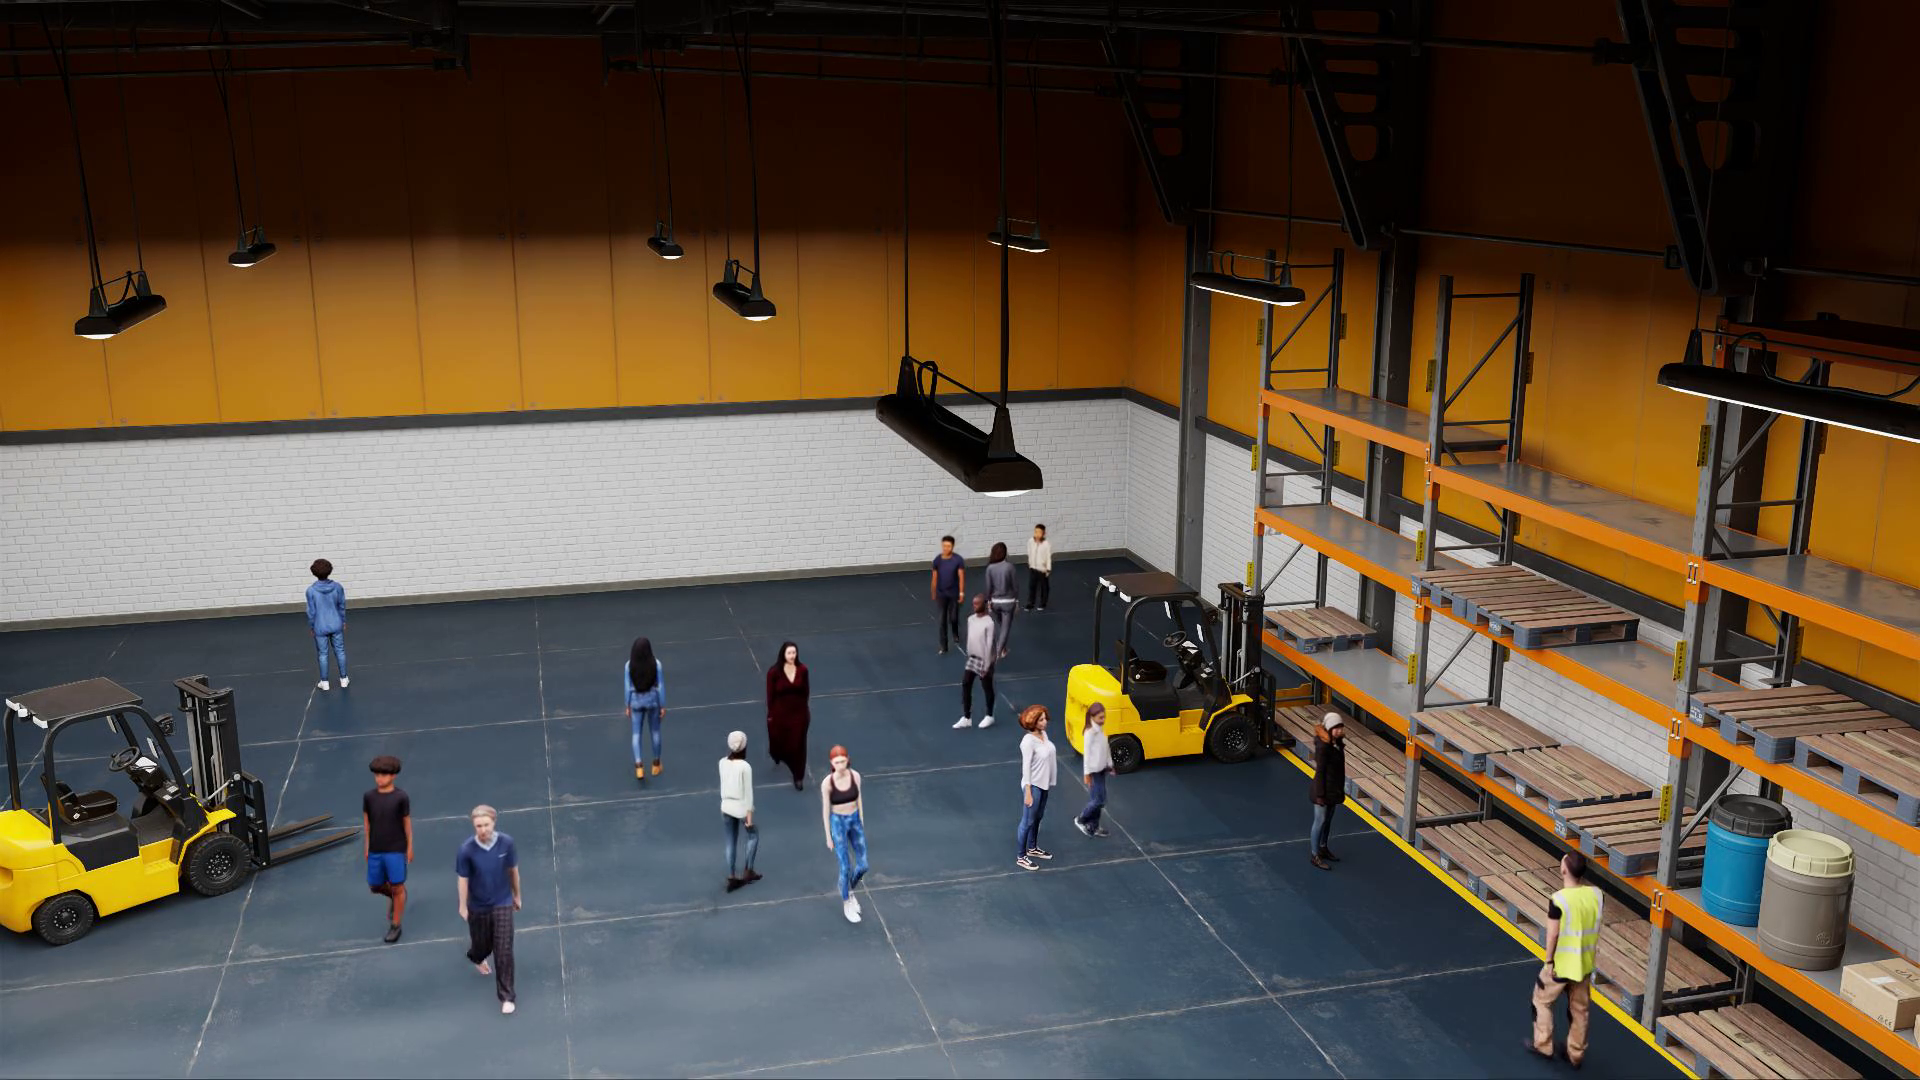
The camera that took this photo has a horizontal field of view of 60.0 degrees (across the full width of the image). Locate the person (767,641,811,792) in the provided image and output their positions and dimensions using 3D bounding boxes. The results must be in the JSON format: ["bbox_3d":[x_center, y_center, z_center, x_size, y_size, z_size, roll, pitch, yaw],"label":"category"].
[{"bbox_3d":[-2.007,2.000,19.161,0.693,1.735,0.954,-5,14,-20],"label":"person"}]

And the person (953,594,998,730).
[{"bbox_3d":[0.335,1.527,21.074,0.913,1.754,0.934,11,17,38],"label":"person"}]

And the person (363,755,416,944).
[{"bbox_3d":[-5.323,2.839,15.577,0.769,1.792,0.930,1,14,4],"label":"person"}]

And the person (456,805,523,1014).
[{"bbox_3d":[-4.056,3.114,14.331,0.761,1.843,1.029,-6,15,-25],"label":"person"}]

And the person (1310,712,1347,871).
[{"bbox_3d":[3.779,2.549,17.105,0.770,1.636,0.731,11,17,37],"label":"person"}]

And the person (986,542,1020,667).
[{"bbox_3d":[0.591,0.935,23.568,1.017,1.732,1.197,5,14,19],"label":"person"}]

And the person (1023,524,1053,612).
[{"bbox_3d":[1.289,0.422,26.337,0.863,1.425,0.944,7,15,25],"label":"person"}]

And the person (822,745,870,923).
[{"bbox_3d":[-1.136,2.776,15.876,0.662,1.773,0.709,-8,16,-30],"label":"person"}]

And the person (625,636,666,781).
[{"bbox_3d":[-3.676,1.950,19.389,0.686,1.726,0.804,-1,14,-4],"label":"person"}]

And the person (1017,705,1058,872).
[{"bbox_3d":[0.765,2.504,17.133,0.803,1.711,0.741,7,15,28],"label":"person"}]

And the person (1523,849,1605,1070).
[{"bbox_3d":[4.903,3.381,13.262,0.694,1.827,0.723,-3,14,-12],"label":"person"}]

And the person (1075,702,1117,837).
[{"bbox_3d":[1.369,2.441,17.743,0.755,1.545,0.694,6,15,25],"label":"person"}]

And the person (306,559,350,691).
[{"bbox_3d":[-8.584,1.134,22.579,0.730,1.811,0.673,-8,16,-29],"label":"person"}]

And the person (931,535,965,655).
[{"bbox_3d":[-0.157,0.766,24.182,0.837,1.771,0.938,3,14,12],"label":"person"}]

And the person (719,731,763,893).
[{"bbox_3d":[-2.250,2.701,16.485,0.750,1.633,0.808,7,15,25],"label":"person"}]
